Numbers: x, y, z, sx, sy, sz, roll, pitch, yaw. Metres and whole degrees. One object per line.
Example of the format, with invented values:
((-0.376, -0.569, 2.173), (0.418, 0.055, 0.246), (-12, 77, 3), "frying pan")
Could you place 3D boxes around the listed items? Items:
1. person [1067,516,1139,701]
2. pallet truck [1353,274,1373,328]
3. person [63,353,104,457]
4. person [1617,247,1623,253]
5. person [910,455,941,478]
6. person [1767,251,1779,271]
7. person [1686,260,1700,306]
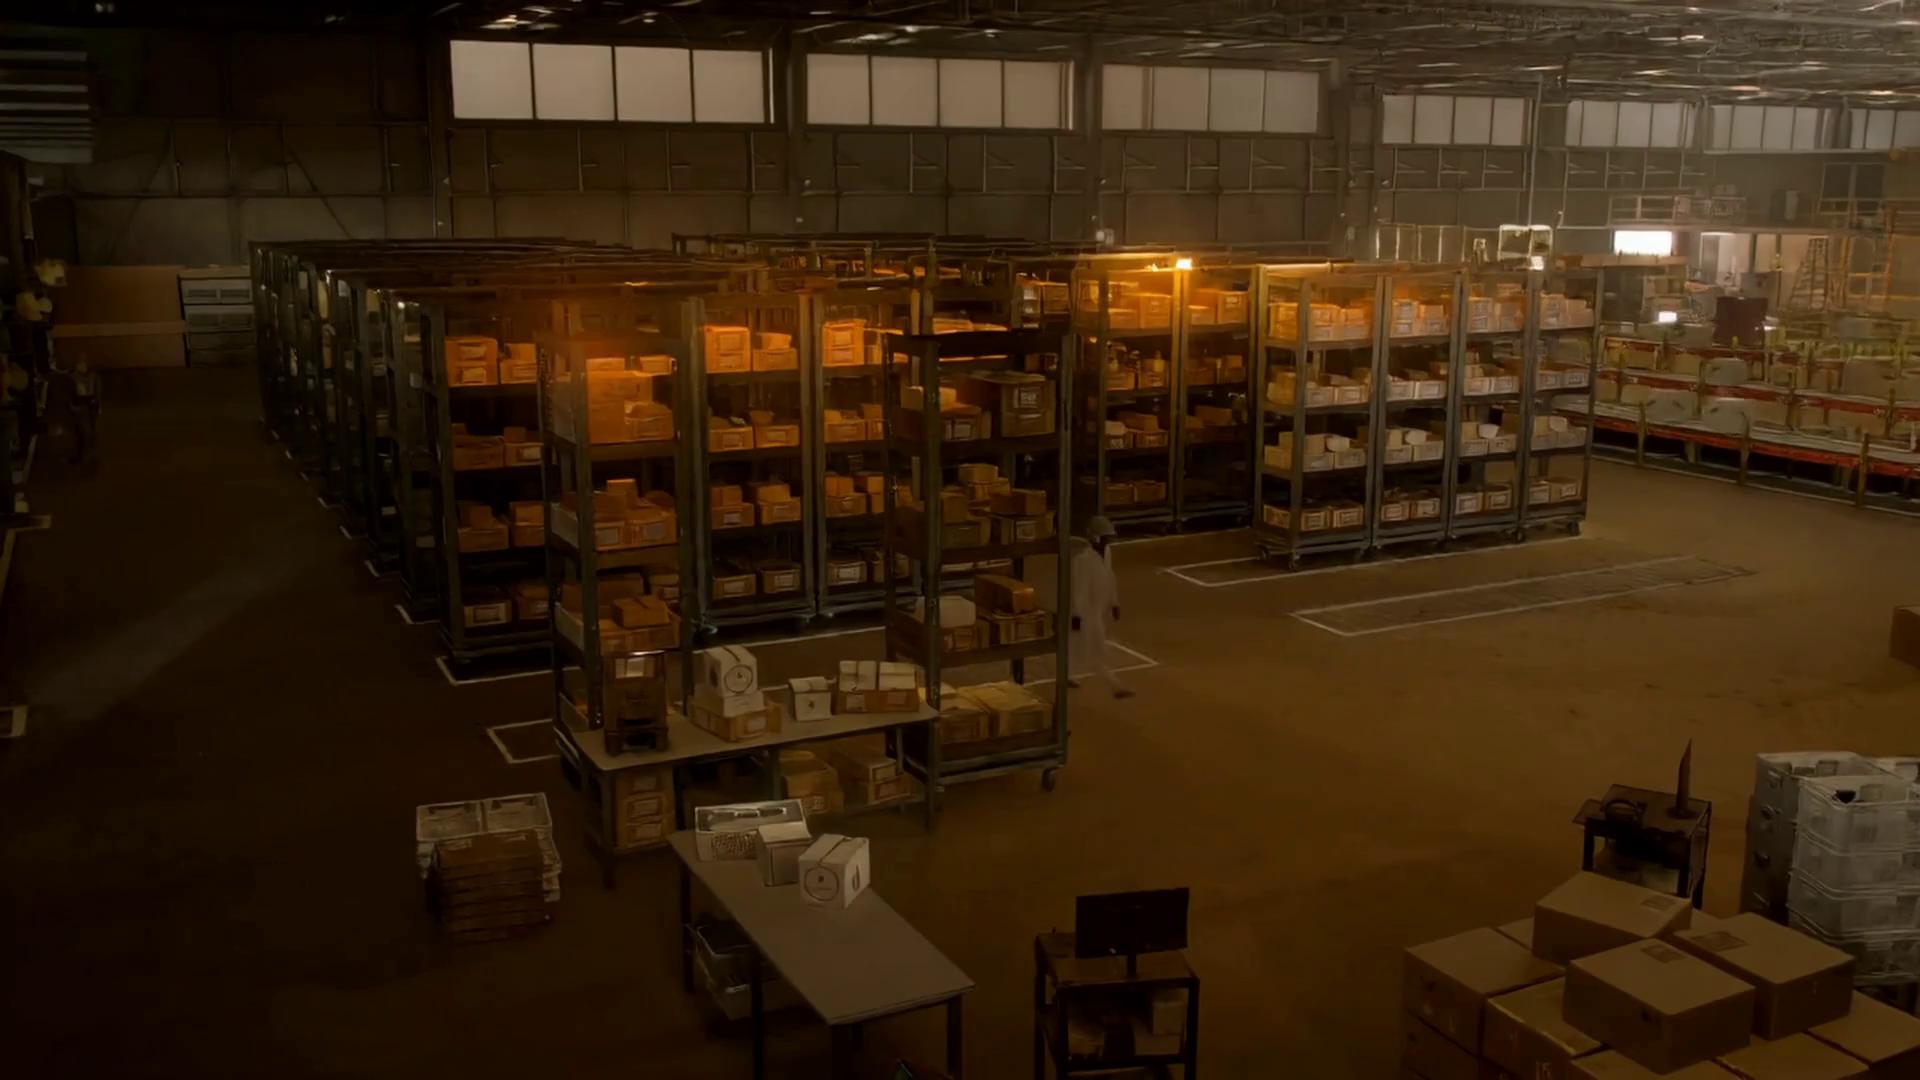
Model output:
((1.278, 0.616, 15.396), (0.907, 1.696, 0.584), (6, 14, 27), "person")
((13.011, -8.050, 55.243), (0.823, 1.965, 1.885), (-7, 14, -28), "pallet truck")
((-15.240, -2.349, 28.982), (0.617, 1.821, 0.425), (-10, 16, -39), "person")
((29.799, -12.302, 75.294), (0.585, 1.927, 0.366), (-6, 13, -26), "person")
((-0.528, -1.145, 23.317), (0.564, 1.839, 0.390), (-6, 13, -26), "person")
((34.201, -11.168, 69.984), (0.542, 1.931, 0.366), (-6, 13, -26), "person")
((27.910, -9.708, 63.271), (0.573, 1.883, 0.356), (-6, 13, -26), "person")
